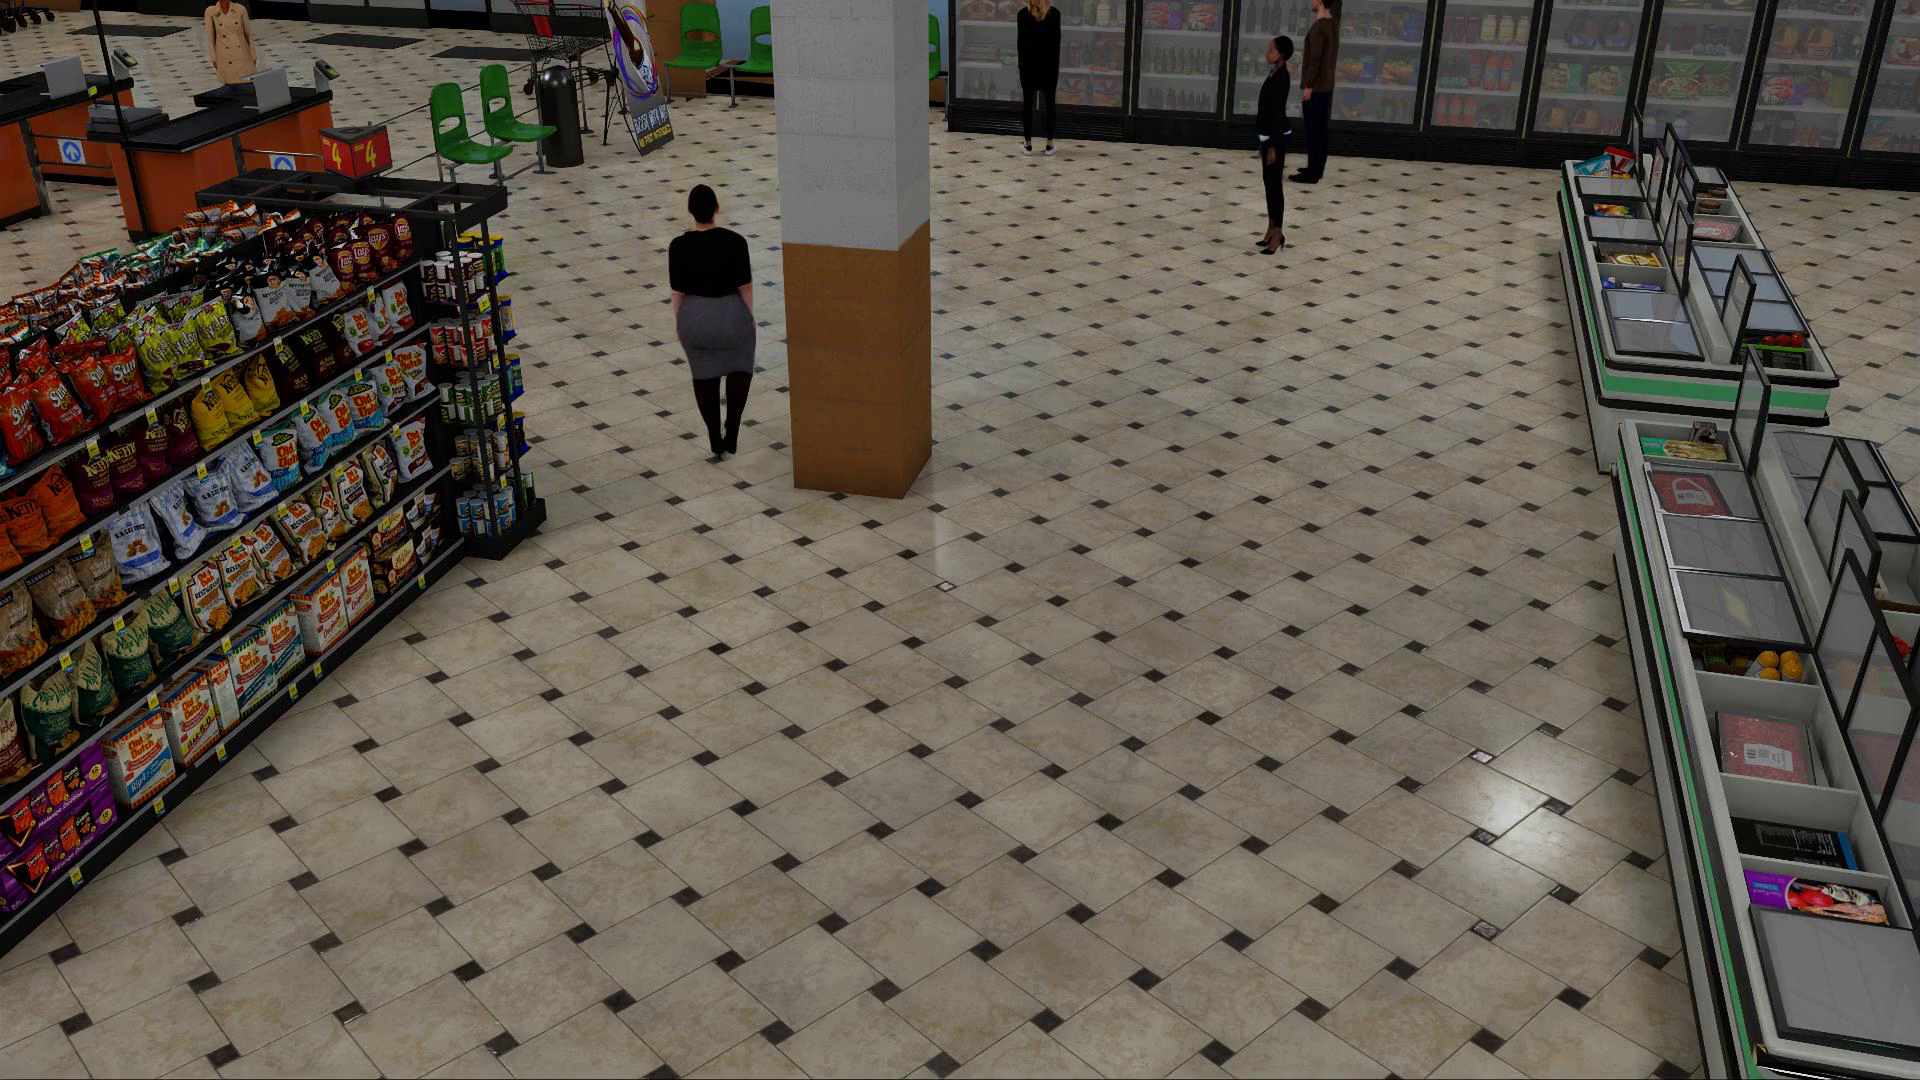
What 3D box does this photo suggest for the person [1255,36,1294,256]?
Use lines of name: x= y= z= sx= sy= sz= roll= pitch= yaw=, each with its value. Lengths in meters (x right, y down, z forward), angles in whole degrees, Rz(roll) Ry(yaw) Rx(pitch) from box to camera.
person: x=2.690 y=-3.371 z=14.219 sx=0.710 sy=1.831 sz=0.568 roll=0 pitch=27 yaw=-1

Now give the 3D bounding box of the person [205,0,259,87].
person: x=-7.870 y=-5.223 z=18.036 sx=0.706 sy=1.682 sz=0.731 roll=-10 pitch=29 yaw=-19

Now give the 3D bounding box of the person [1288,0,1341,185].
person: x=3.514 y=-4.468 z=16.320 sx=0.761 sy=1.887 sz=0.580 roll=14 pitch=30 yaw=26

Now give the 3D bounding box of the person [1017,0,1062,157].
person: x=0.819 y=-4.914 z=17.294 sx=0.650 sy=1.801 sz=0.596 roll=1 pitch=27 yaw=2

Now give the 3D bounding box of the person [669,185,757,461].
person: x=-1.492 y=-1.268 z=10.167 sx=0.812 sy=1.745 sz=0.934 roll=-2 pitch=27 yaw=-3
